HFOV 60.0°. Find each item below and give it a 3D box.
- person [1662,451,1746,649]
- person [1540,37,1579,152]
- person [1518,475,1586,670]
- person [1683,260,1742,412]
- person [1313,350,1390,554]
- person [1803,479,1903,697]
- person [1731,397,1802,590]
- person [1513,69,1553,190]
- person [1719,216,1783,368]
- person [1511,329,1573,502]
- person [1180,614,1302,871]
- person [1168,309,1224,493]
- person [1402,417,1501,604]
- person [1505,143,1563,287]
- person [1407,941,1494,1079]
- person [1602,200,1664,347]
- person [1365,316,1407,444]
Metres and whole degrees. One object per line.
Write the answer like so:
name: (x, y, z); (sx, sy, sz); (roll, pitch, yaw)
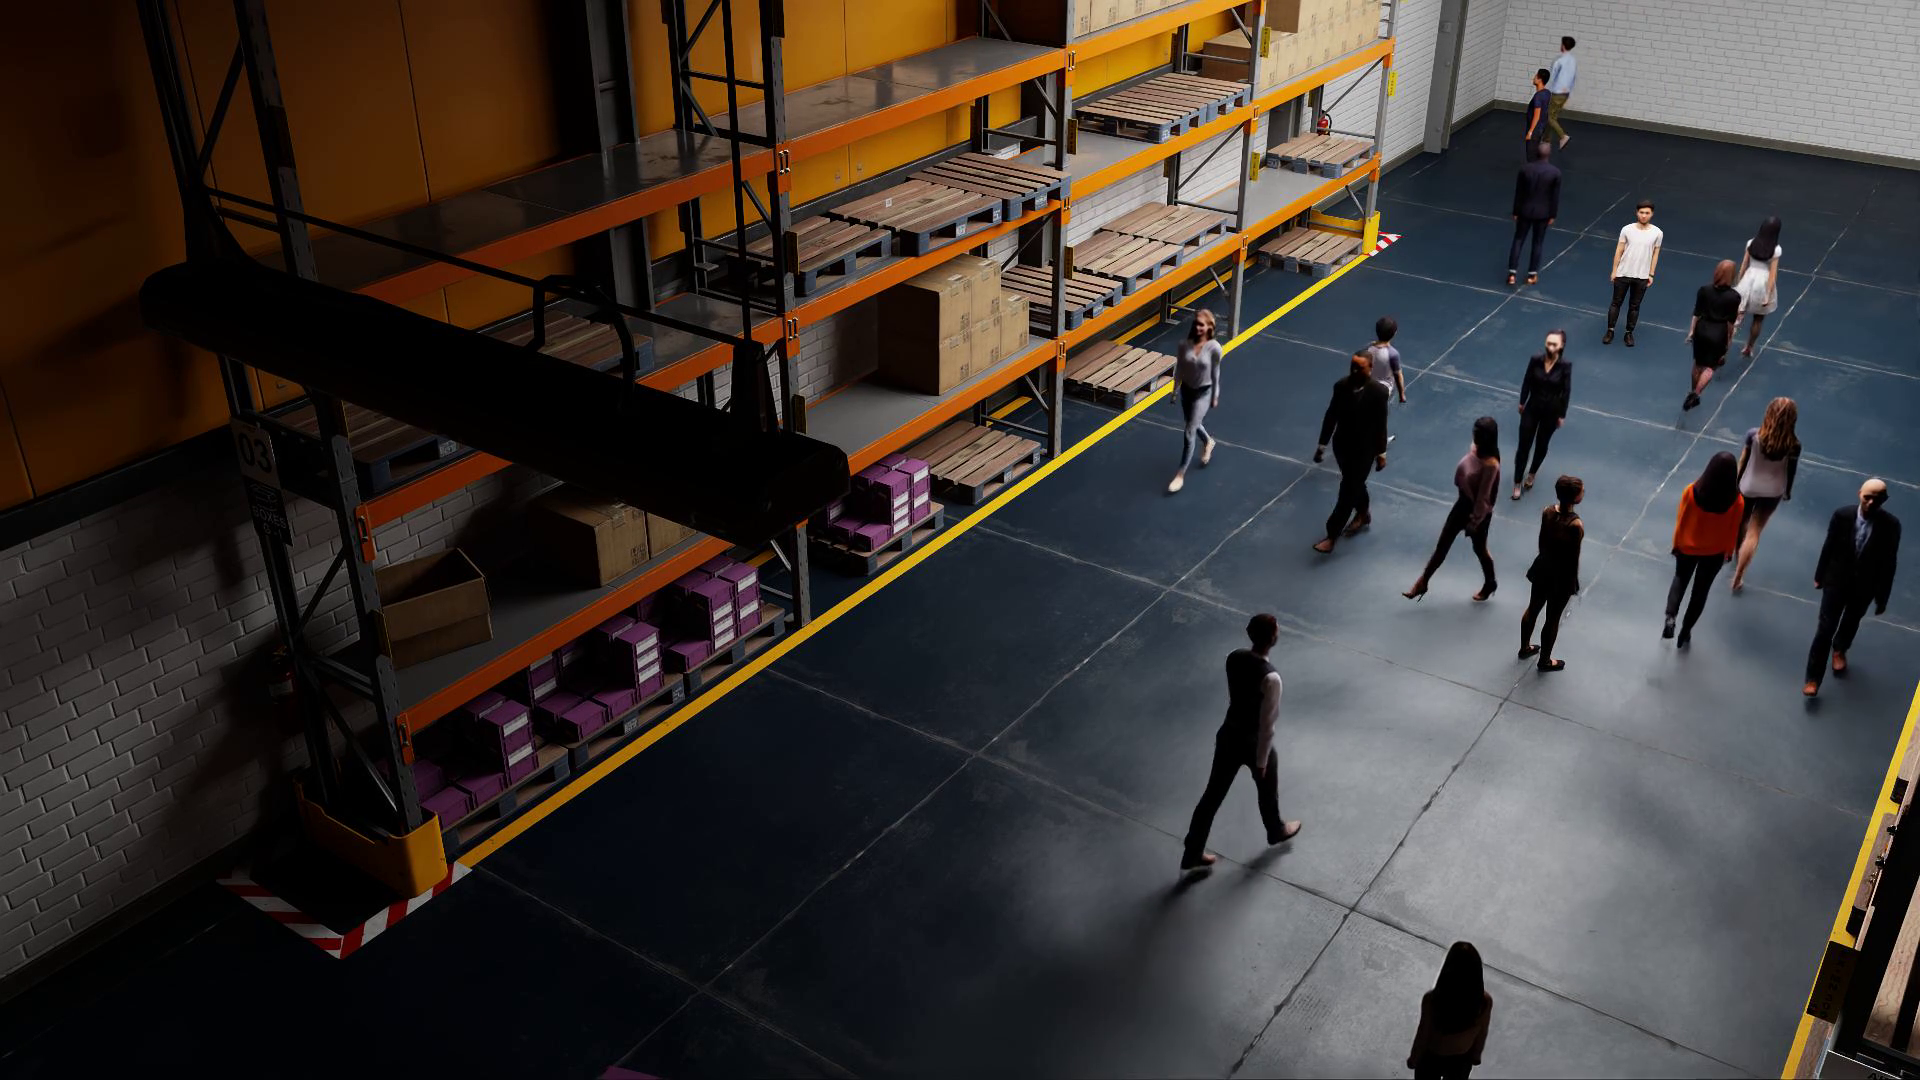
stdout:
person: (5.939, 0.125, 13.355); (0.614, 1.737, 0.650); (19, 34, 30)
person: (9.553, -7.055, 26.458); (1.046, 1.794, 1.003); (-14, 32, -24)
person: (4.717, 0.242, 13.204); (0.702, 1.675, 0.675); (-13, 31, -22)
person: (7.854, -2.088, 17.466); (0.632, 1.684, 0.960); (21, 35, 33)
person: (3.604, -0.837, 14.989); (0.860, 1.860, 1.293); (25, 37, 38)
person: (6.978, 0.319, 12.983); (0.727, 1.752, 1.188); (16, 33, 27)
person: (6.872, -0.362, 14.312); (0.622, 1.675, 1.058); (18, 33, 29)
person: (8.550, -6.092, 24.692); (0.718, 1.794, 0.481); (16, 32, 27)
person: (8.814, -2.720, 18.570); (1.202, 1.737, 0.761); (-25, 37, -37)
person: (5.572, -1.232, 15.890); (0.673, 1.691, 0.861); (14, 32, 24)
person: (1.792, 1.370, 10.918); (1.336, 1.884, 0.985); (-17, 33, -29)
person: (2.313, -1.407, 16.140); (0.614, 1.759, 1.170); (18, 33, 29)
person: (4.383, -0.199, 13.924); (1.175, 1.759, 1.103); (-5, 29, -9)
person: (7.257, -4.122, 21.054); (0.745, 1.820, 0.703); (12, 31, 20)
person: (2.583, 2.737, 8.829); (0.623, 1.485, 0.660); (-1, 29, -2)
person: (7.826, -3.121, 19.321); (0.680, 1.722, 0.627); (10, 30, 17)
person: (4.077, -1.429, 16.421); (1.019, 1.529, 0.784); (-17, 33, -29)
